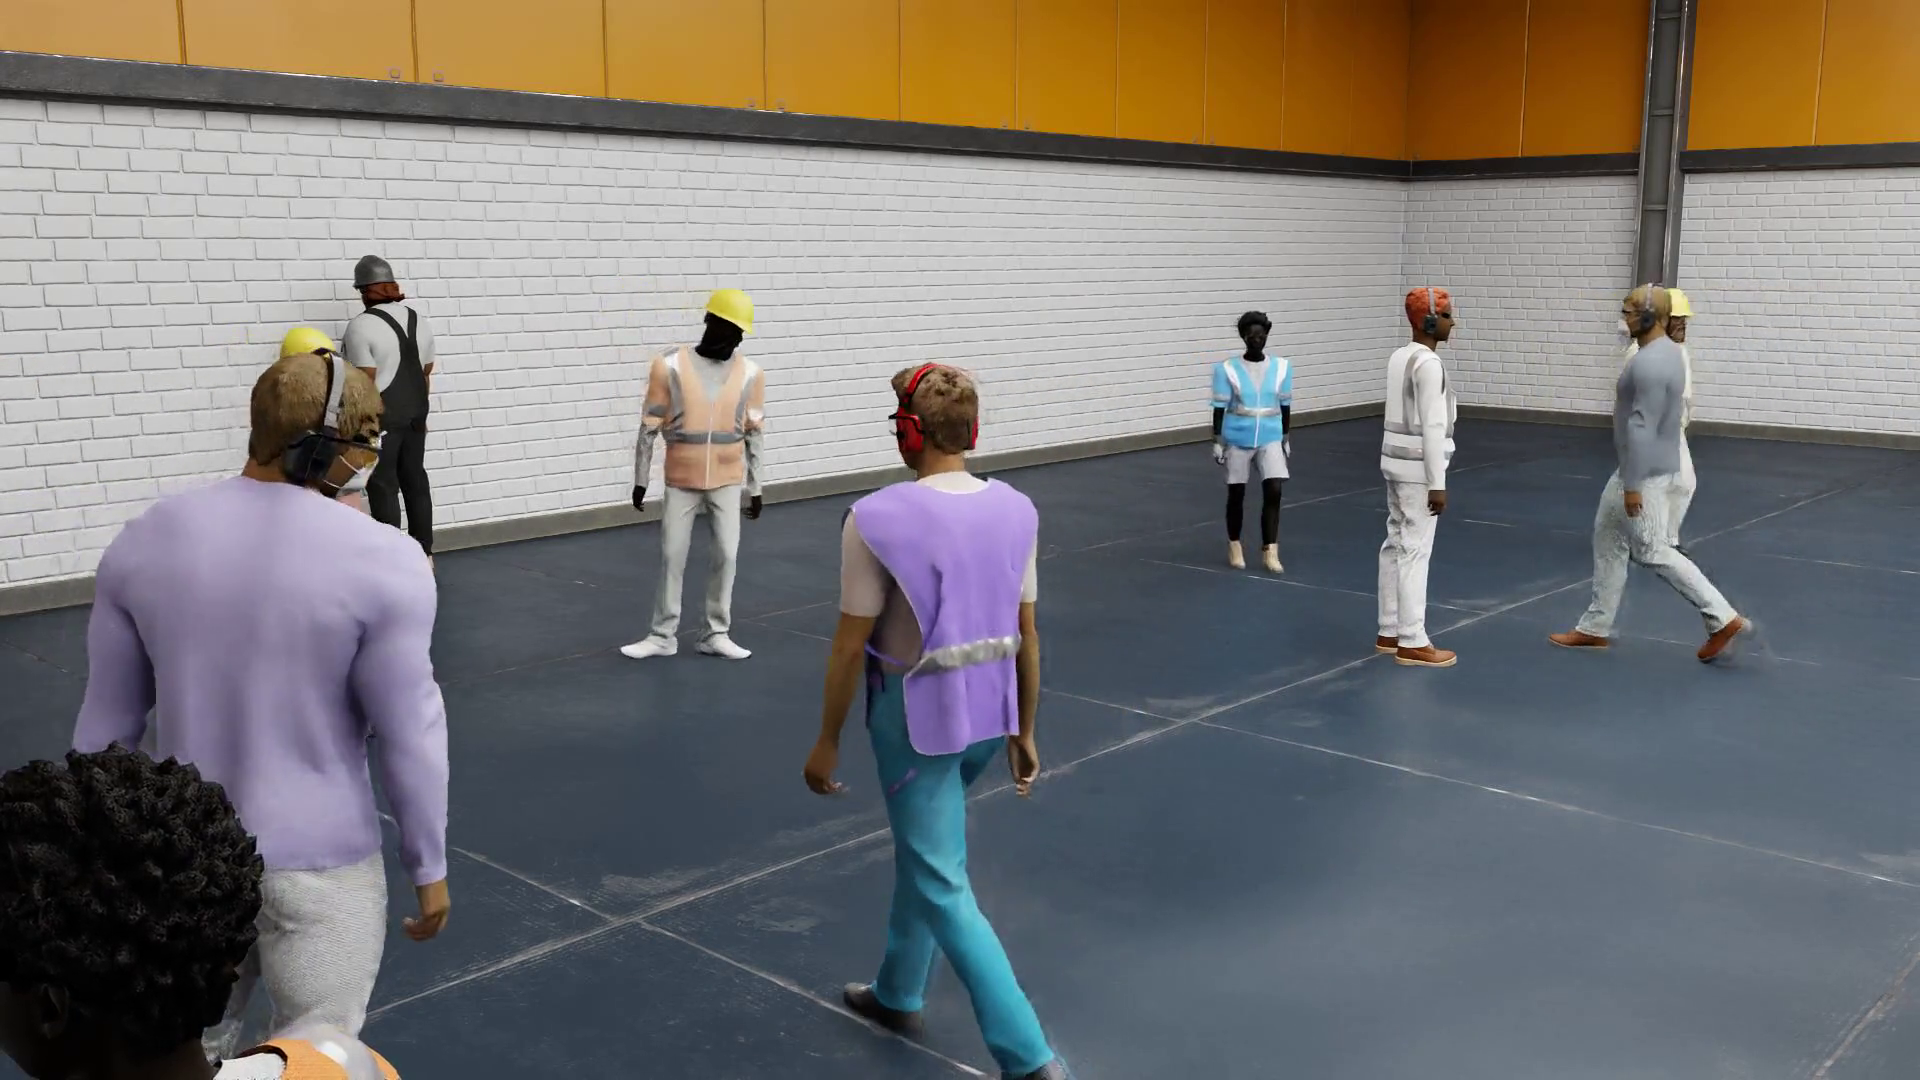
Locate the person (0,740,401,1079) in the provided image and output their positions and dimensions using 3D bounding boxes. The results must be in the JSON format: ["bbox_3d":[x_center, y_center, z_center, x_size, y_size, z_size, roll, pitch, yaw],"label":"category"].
[{"bbox_3d":[-0.637,0.997,1.411,0.321,1.689,0.530,3,10,16],"label":"person"}]

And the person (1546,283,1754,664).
[{"bbox_3d":[3.510,-0.325,8.320,0.930,1.912,0.653,5,11,26],"label":"person"}]

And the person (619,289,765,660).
[{"bbox_3d":[-1.339,-0.302,8.274,0.762,1.876,0.425,-3,10,-17],"label":"person"}]

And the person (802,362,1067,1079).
[{"bbox_3d":[-0.027,0.470,4.083,0.912,1.809,0.565,10,14,44],"label":"person"}]

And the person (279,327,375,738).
[{"bbox_3d":[-2.600,0.012,6.809,0.320,1.767,0.527,0,10,3],"label":"person"}]

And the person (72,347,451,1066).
[{"bbox_3d":[-1.291,0.596,3.108,0.682,1.895,0.477,1,10,8],"label":"person"}]

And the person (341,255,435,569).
[{"bbox_3d":[-3.659,-0.778,10.513,0.536,2.000,0.688,4,11,22],"label":"person"}]

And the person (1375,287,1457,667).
[{"bbox_3d":[2.294,-0.317,8.334,0.355,1.883,0.572,-1,10,-5],"label":"person"}]

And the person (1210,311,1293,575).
[{"bbox_3d":[1.869,-0.605,10.566,0.548,1.670,0.693,0,10,-2],"label":"person"}]

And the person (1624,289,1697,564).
[{"bbox_3d":[4.577,-0.718,10.819,0.621,1.808,0.611,-7,12,-33],"label":"person"}]
